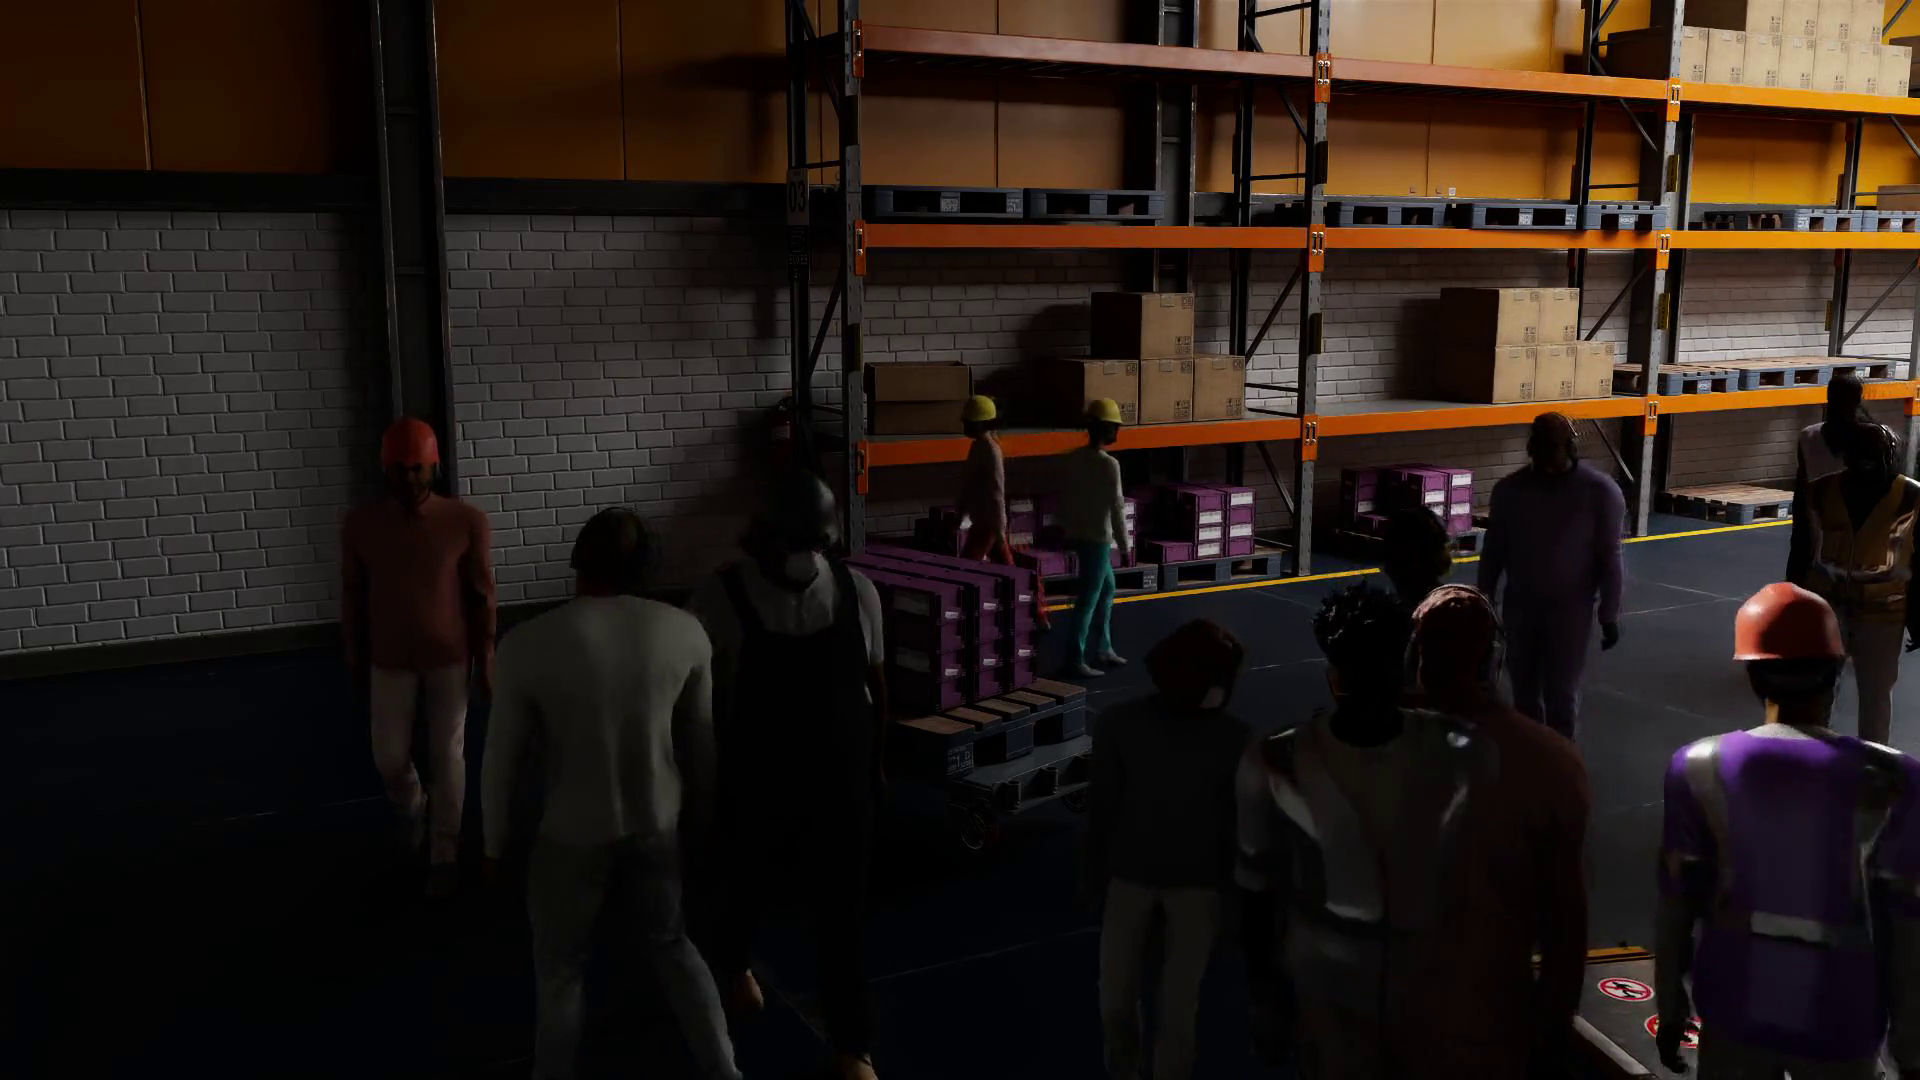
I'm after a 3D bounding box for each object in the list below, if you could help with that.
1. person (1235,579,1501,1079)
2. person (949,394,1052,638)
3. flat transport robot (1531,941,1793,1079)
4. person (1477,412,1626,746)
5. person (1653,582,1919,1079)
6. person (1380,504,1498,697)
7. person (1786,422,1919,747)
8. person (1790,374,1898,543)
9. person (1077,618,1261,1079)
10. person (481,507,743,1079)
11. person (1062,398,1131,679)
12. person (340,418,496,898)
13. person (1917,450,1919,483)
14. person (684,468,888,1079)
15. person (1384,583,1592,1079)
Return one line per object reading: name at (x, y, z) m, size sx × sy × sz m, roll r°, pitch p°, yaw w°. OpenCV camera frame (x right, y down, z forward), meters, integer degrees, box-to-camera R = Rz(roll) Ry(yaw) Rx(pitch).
person at (0.973, 1.011, 3.934) m, size 0.671 × 1.933 × 0.711 m, roll 1°, pitch 10°, yaw 5°
person at (0.188, -0.123, 11.092) m, size 0.945 × 1.717 × 0.526 m, roll -1°, pitch 10°, yaw -5°
flat transport robot at (2.232, 1.608, 5.275) m, size 0.652 × 0.197 × 1.431 m, roll -2°, pitch 10°, yaw -11°
person at (2.792, 0.330, 7.973) m, size 0.680 × 1.886 × 0.475 m, roll 8°, pitch 13°, yaw 40°
person at (1.839, 1.067, 3.732) m, size 0.585 × 1.903 × 0.658 m, roll 6°, pitch 12°, yaw 32°
person at (1.540, 0.795, 5.433) m, size 0.453 × 1.838 × 0.552 m, roll -5°, pitch 11°, yaw -26°
person at (4.313, 0.346, 8.023) m, size 0.633 × 1.841 × 0.429 m, roll 8°, pitch 13°, yaw 39°
person at (5.553, -0.102, 10.465) m, size 0.741 × 1.893 × 0.604 m, roll -8°, pitch 13°, yaw -38°
person at (0.597, 1.018, 4.797) m, size 0.527 × 1.606 × 0.363 m, roll 2°, pitch 10°, yaw 12°
person at (-1.021, 0.868, 4.857) m, size 0.722 × 1.917 × 0.570 m, roll -6°, pitch 12°, yaw -33°
person at (0.904, -0.008, 10.341) m, size 0.668 × 1.734 × 0.561 m, roll -4°, pitch 11°, yaw -24°
person at (-2.239, 0.468, 6.923) m, size 0.620 × 1.983 × 0.557 m, roll -2°, pitch 10°, yaw -12°
person at (9.663, -1.147, 16.357) m, size 0.717 × 1.932 × 0.692 m, roll 2°, pitch 10°, yaw 12°
person at (-0.567, 0.698, 5.426) m, size 0.700 × 2.000 × 0.968 m, roll -4°, pitch 11°, yaw -22°
person at (1.092, 1.055, 3.856) m, size 0.661 × 1.883 × 0.796 m, roll 4°, pitch 11°, yaw 24°
